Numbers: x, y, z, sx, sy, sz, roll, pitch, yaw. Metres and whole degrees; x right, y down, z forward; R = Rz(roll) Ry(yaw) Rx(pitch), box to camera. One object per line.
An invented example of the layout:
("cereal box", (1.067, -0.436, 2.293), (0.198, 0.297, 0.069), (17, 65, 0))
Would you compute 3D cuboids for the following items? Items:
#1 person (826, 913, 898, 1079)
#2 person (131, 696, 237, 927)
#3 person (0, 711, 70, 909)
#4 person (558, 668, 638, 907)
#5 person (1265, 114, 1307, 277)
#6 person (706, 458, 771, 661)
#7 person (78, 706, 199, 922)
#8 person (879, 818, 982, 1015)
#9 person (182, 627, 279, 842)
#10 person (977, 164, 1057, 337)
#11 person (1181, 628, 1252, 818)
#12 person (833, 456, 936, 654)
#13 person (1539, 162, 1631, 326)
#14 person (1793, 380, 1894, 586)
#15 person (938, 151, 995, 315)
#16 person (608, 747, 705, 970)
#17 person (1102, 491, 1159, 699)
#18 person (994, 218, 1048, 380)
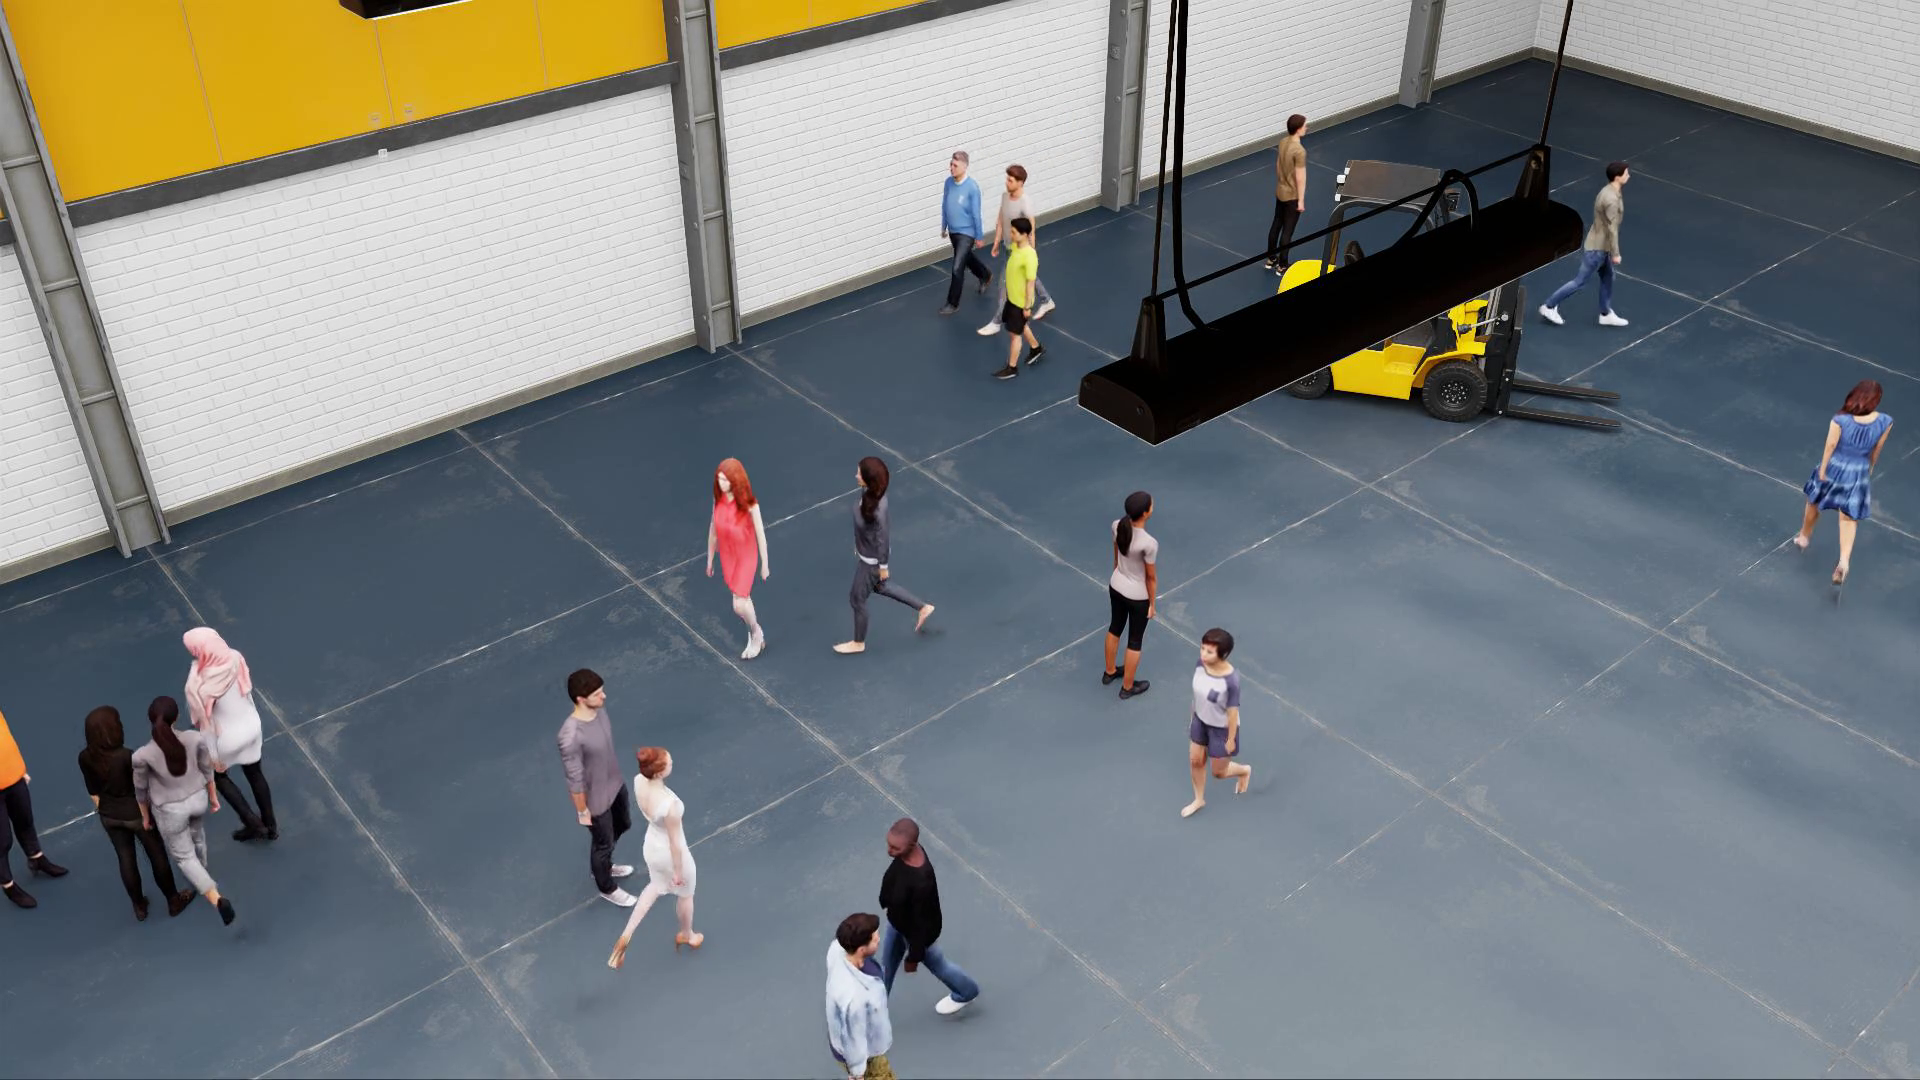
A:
("person", (-0.633, 2.702, 8.948), (0.851, 1.794, 0.820), (-6, 34, -8))
("person", (-4.884, 1.754, 10.518), (0.759, 1.637, 0.981), (27, 42, 34))
("person", (-6.175, 1.605, 10.645), (0.775, 1.744, 0.697), (6, 34, 9))
("person", (-2.332, 1.574, 10.602), (0.849, 1.843, 0.761), (6, 34, 8))
("person", (3.726, -3.927, 18.871), (0.690, 1.851, 0.732), (-11, 35, -16))
("person", (-1.635, 0.132, 12.799), (0.671, 1.811, 0.684), (21, 39, 29))
("person", (-5.286, 1.745, 10.530), (0.663, 1.638, 0.733), (-1, 34, -2))
("person", (-0.184, 2.249, 9.714), (1.229, 1.702, 0.836), (-13, 36, -18))
("person", (-4.755, 1.326, 11.019), (0.812, 1.794, 0.675), (19, 38, 26))
("person", (0.680, -3.100, 17.630), (1.300, 1.847, 0.840), (-16, 37, -22))
("person", (1.797, 1.229, 11.390), (0.768, 1.545, 0.579), (-23, 40, -31))
("person", (-0.591, 0.097, 12.912), (1.157, 1.746, 0.952), (-6, 34, -9))
("person", (6.686, -3.110, 17.649), (1.143, 1.843, 1.223), (11, 35, 16))
("person", (7.312, -0.452, 13.712), (1.075, 1.774, 1.219), (8, 34, 11))
("person", (0.093, -3.393, 18.128), (1.141, 1.784, 0.723), (-29, 43, -36))
("person", (-1.868, 1.961, 10.081), (0.917, 1.774, 0.609), (-27, 42, -35))
("person", (1.270, 0.396, 12.463), (0.511, 1.745, 0.578), (-25, 41, -32))
("person", (0.649, -2.490, 16.846), (0.980, 1.698, 0.840), (-10, 35, -15))
